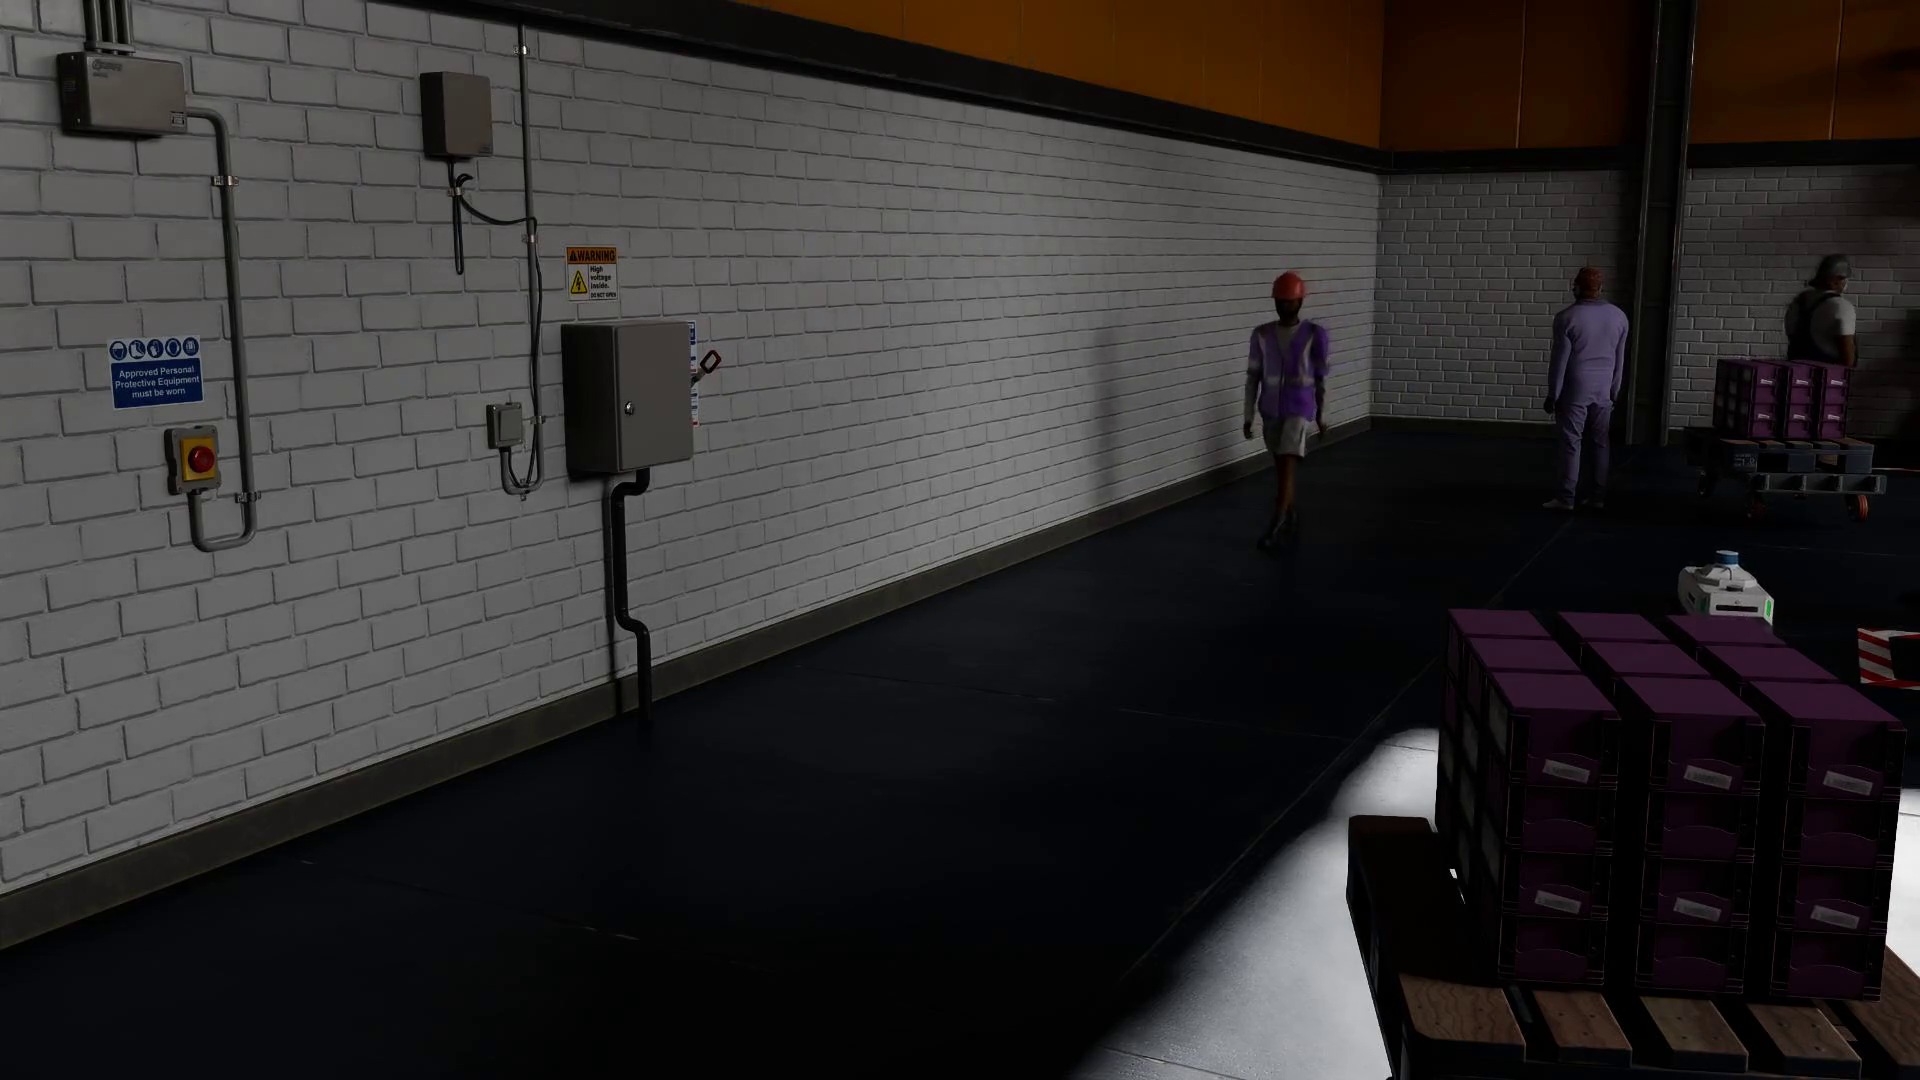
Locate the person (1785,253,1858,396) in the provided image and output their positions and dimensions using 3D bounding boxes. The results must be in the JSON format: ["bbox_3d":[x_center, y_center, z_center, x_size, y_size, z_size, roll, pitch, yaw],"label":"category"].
[{"bbox_3d":[7.558,-1.497,14.542,0.563,2.000,0.700,-3,10,-14],"label":"person"}]

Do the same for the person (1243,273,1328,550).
[{"bbox_3d":[2.270,-0.910,11.596,0.559,1.891,1.014,5,11,28],"label":"person"}]

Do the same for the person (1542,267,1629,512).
[{"bbox_3d":[4.867,-1.168,13.029,0.639,1.908,0.409,-3,10,-14],"label":"person"}]

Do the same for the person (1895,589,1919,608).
[{"bbox_3d":[5.497,-0.490,9.096,0.674,1.906,0.569,4,11,24],"label":"person"}]

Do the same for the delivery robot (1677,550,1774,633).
[{"bbox_3d":[3.760,0.296,8.188,0.477,0.478,0.707,3,10,15],"label":"delivery robot"}]
